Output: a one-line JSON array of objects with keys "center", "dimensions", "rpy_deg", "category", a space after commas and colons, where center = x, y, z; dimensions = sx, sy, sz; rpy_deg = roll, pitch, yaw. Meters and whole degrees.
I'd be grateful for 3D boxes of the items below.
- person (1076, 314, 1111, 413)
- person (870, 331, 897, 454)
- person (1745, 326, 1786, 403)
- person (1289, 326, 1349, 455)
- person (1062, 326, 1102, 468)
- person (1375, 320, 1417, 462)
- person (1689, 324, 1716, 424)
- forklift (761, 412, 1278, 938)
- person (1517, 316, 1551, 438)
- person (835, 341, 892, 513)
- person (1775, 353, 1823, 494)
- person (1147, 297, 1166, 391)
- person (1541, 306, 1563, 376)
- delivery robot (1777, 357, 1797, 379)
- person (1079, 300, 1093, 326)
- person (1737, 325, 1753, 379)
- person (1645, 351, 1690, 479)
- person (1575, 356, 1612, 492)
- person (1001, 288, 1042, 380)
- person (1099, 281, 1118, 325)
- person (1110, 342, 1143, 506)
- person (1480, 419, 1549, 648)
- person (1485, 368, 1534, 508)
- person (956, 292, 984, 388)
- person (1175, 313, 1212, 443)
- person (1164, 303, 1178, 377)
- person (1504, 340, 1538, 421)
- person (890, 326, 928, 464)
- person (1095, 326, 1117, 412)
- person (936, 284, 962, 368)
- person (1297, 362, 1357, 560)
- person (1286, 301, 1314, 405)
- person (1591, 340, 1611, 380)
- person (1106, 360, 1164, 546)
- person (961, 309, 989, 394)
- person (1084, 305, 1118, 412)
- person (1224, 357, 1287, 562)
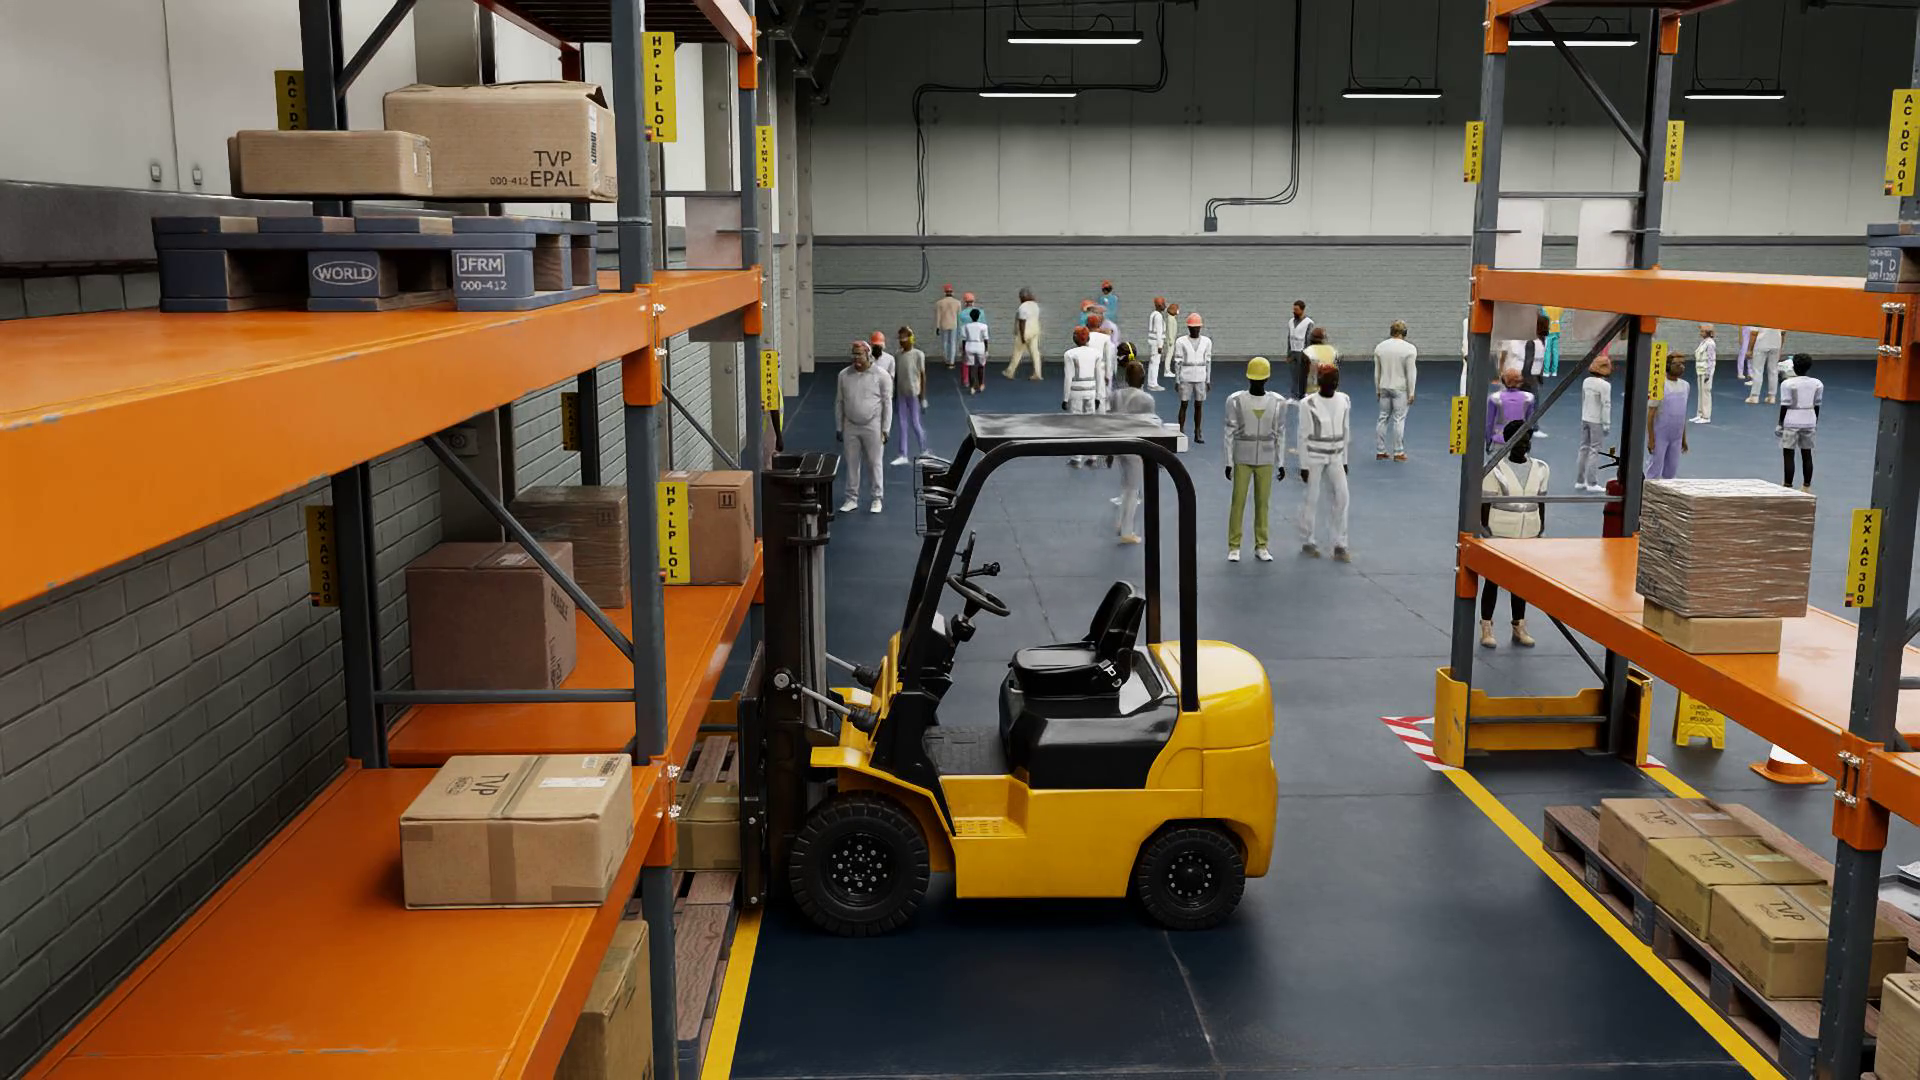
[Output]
[{"center": [2.038, -2.528, 25.581], "dimensions": [0.586, 1.882, 0.342], "rpy_deg": [-3, 11, -18], "category": "person"}, {"center": [-1.179, -2.099, 23.601], "dimensions": [0.578, 1.733, 0.490], "rpy_deg": [1, 10, 3], "category": "person"}, {"center": [14.924, -3.560, 30.892], "dimensions": [0.681, 2.000, 0.536], "rpy_deg": [-1, 10, -4], "category": "person"}, {"center": [4.999, -2.064, 23.182], "dimensions": [0.646, 1.819, 0.698], "rpy_deg": [-6, 12, -32], "category": "person"}, {"center": [1.618, -1.898, 22.071], "dimensions": [0.582, 1.882, 0.338], "rpy_deg": [-5, 11, -27], "category": "person"}, {"center": [5.932, -2.033, 22.698], "dimensions": [0.366, 1.933, 0.627], "rpy_deg": [-10, 14, -43], "category": "person"}, {"center": [12.283, -2.738, 27.439], "dimensions": [0.307, 1.636, 0.525], "rpy_deg": [2, 10, 9], "category": "person"}, {"center": [0.291, 0.548, 7.580], "dimensions": [2.313, 2.155, 1.214], "rpy_deg": [0, 10, -2], "category": "forklift"}, {"center": [8.770, -2.512, 25.584], "dimensions": [0.707, 1.878, 0.604], "rpy_deg": [6, 12, 31], "category": "person"}, {"center": [-1.077, -1.242, 18.352], "dimensions": [0.652, 1.906, 0.402], "rpy_deg": [3, 11, 16], "category": "person"}, {"center": [9.822, -1.344, 19.502], "dimensions": [0.540, 1.697, 0.317], "rpy_deg": [-2, 10, -9], "category": "person"}, {"center": [3.968, -3.945, 33.515], "dimensions": [0.349, 1.876, 0.568], "rpy_deg": [-1, 10, -4], "category": "person"}, {"center": [13.141, -4.599, 37.018], "dimensions": [0.587, 1.920, 0.392], "rpy_deg": [-5, 11, -26], "category": "person"}, {"center": [17.583, -3.643, 35.232], "dimensions": [0.477, 0.478, 0.707], "rpy_deg": [2, 10, 10], "category": "delivery robot"}, {"center": [2.741, -4.325, 35.977], "dimensions": [0.371, 1.736, 0.593], "rpy_deg": [9, 14, 41], "category": "person"}, {"center": [17.221, -4.425, 36.256], "dimensions": [0.513, 1.845, 0.340], "rpy_deg": [-2, 10, -9], "category": "person"}, {"center": [7.499, -1.080, 17.622], "dimensions": [0.508, 1.847, 0.345], "rpy_deg": [-4, 11, -20], "category": "person"}, {"center": [7.624, -1.393, 19.967], "dimensions": [0.275, 1.627, 0.516], "rpy_deg": [-2, 10, -13], "category": "person"}, {"center": [1.384, -4.510, 36.184], "dimensions": [1.014, 2.000, 0.690], "rpy_deg": [9, 14, 42], "category": "person"}, {"center": [3.586, -5.299, 40.588], "dimensions": [0.607, 2.039, 0.395], "rpy_deg": [-10, 14, -43], "category": "person"}, {"center": [1.905, -1.316, 18.907], "dimensions": [0.335, 1.860, 0.508], "rpy_deg": [-2, 10, -10], "category": "person"}, {"center": [4.082, -0.047, 12.279], "dimensions": [0.541, 1.696, 0.315], "rpy_deg": [-1, 10, -8], "category": "person"}, {"center": [5.946, -1.045, 18.028], "dimensions": [0.514, 1.634, 0.313], "rpy_deg": [1, 10, 5], "category": "person"}, {"center": [0.233, -4.099, 34.133], "dimensions": [0.616, 1.963, 0.903], "rpy_deg": [-2, 10, -9], "category": "person"}, {"center": [3.459, -2.386, 24.642], "dimensions": [0.551, 1.934, 0.373], "rpy_deg": [-1, 10, -5], "category": "person"}, {"center": [4.700, -4.436, 36.936], "dimensions": [0.280, 1.627, 0.498], "rpy_deg": [2, 10, 12], "category": "person"}, {"center": [9.199, -2.788, 27.286], "dimensions": [0.595, 1.798, 0.907], "rpy_deg": [3, 11, 18], "category": "person"}, {"center": [-0.681, -1.934, 22.360], "dimensions": [0.553, 1.879, 0.383], "rpy_deg": [7, 12, 34], "category": "person"}, {"center": [2.325, -2.725, 27.445], "dimensions": [0.536, 1.614, 0.687], "rpy_deg": [-9, 13, -40], "category": "person"}, {"center": [-0.250, -5.063, 39.436], "dimensions": [0.654, 1.979, 0.551], "rpy_deg": [-1, 10, -7], "category": "person"}, {"center": [3.461, -0.722, 15.574], "dimensions": [0.621, 1.856, 0.792], "rpy_deg": [-4, 11, -20], "category": "person"}, {"center": [6.236, -3.433, 30.534], "dimensions": [0.373, 1.914, 0.596], "rpy_deg": [-6, 12, -31], "category": "person"}, {"center": [13.850, -4.309, 35.874], "dimensions": [0.367, 1.758, 0.527], "rpy_deg": [-4, 11, -22], "category": "person"}, {"center": [1.736, -0.856, 16.433], "dimensions": [0.537, 1.823, 0.533], "rpy_deg": [-9, 13, -40], "category": "person"}, {"center": [0.305, -3.733, 32.892], "dimensions": [0.541, 1.656, 0.815], "rpy_deg": [1, 10, 4], "category": "person"}, {"center": [2.400, -3.146, 29.025], "dimensions": [0.649, 1.893, 0.424], "rpy_deg": [7, 12, 32], "category": "person"}, {"center": [2.762, -0.751, 15.579], "dimensions": [0.585, 1.921, 0.383], "rpy_deg": [0, 10, -2], "category": "person"}]
